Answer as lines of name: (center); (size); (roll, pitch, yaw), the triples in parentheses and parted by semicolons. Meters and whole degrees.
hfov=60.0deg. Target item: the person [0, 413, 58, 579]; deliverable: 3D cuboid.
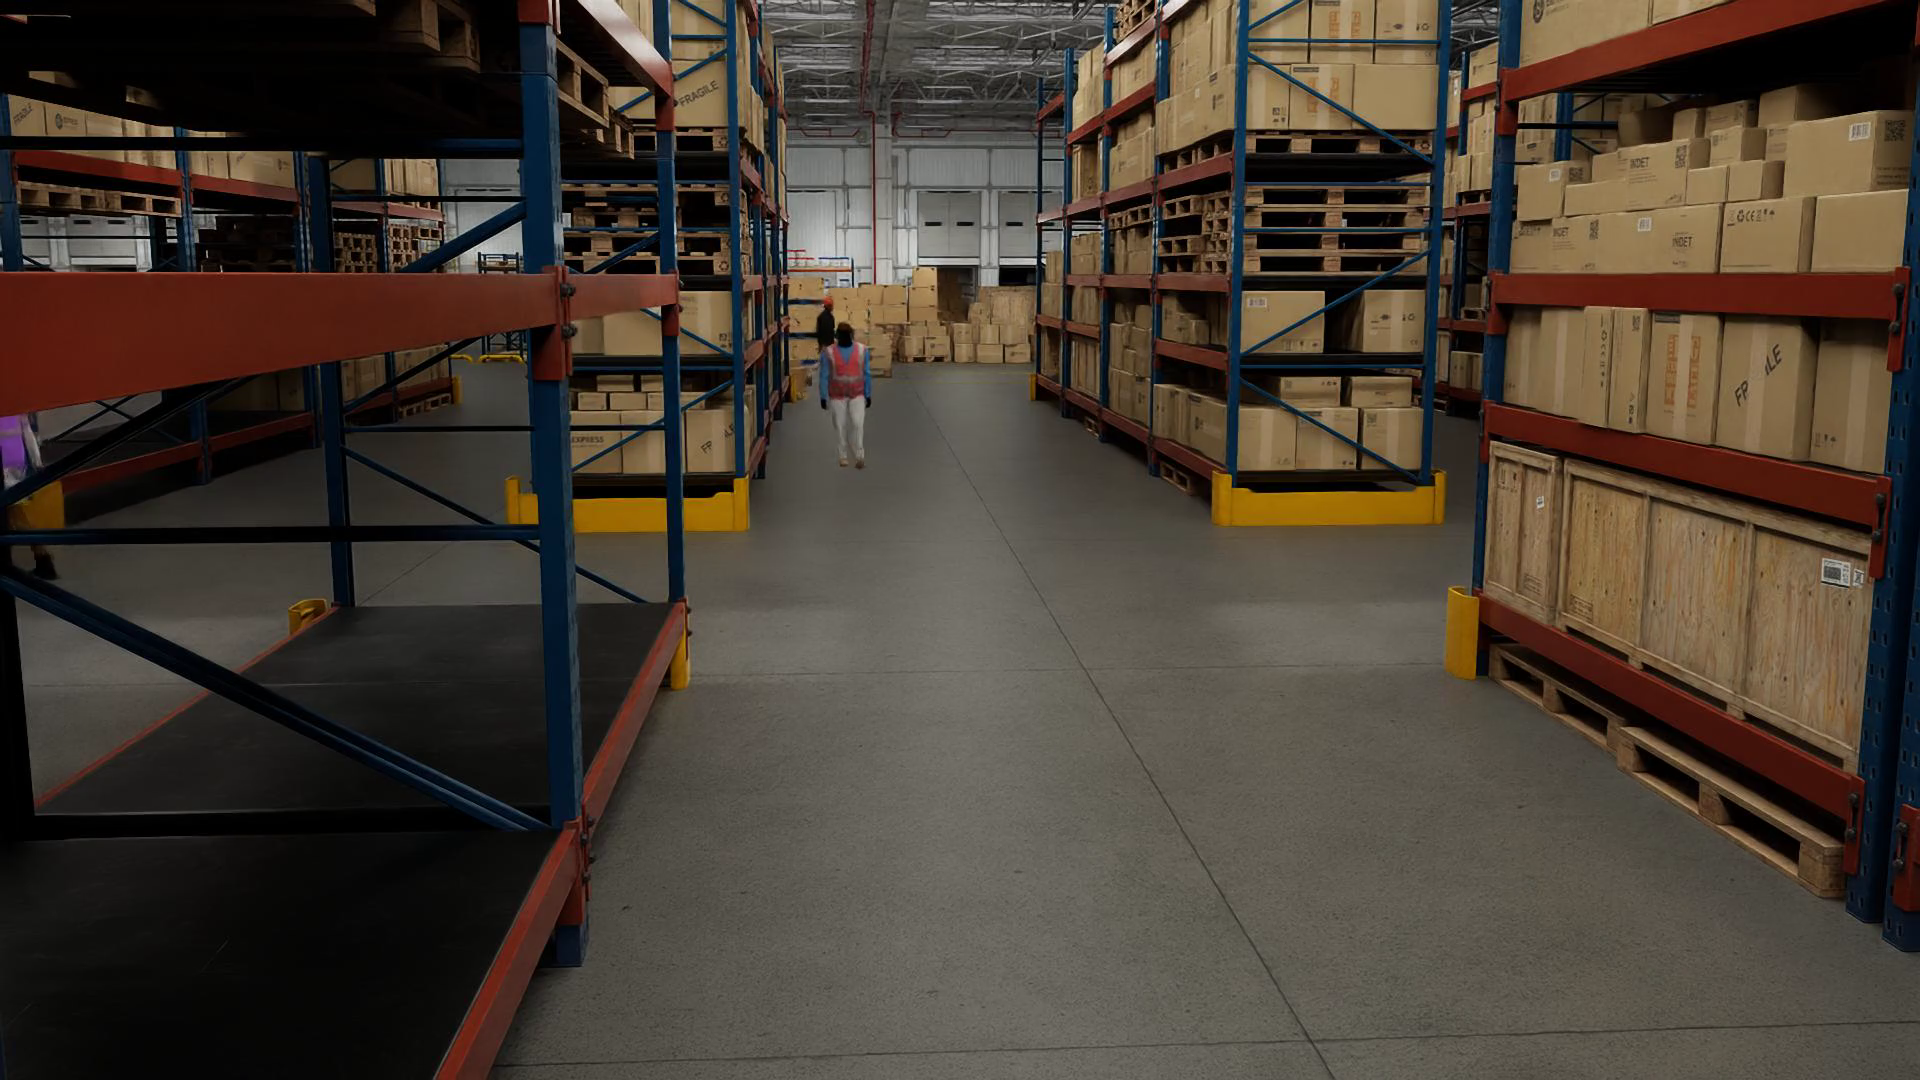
person: (-7.578, -0.610, 13.138); (0.959, 1.873, 0.623); (2, 9, 12)

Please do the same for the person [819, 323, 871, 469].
person: (-1.413, -1.772, 20.623); (0.662, 1.801, 0.904); (-1, 9, -8)

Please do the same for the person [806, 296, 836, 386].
person: (-2.888, -4.182, 35.252); (0.771, 1.974, 0.625); (4, 10, 25)
